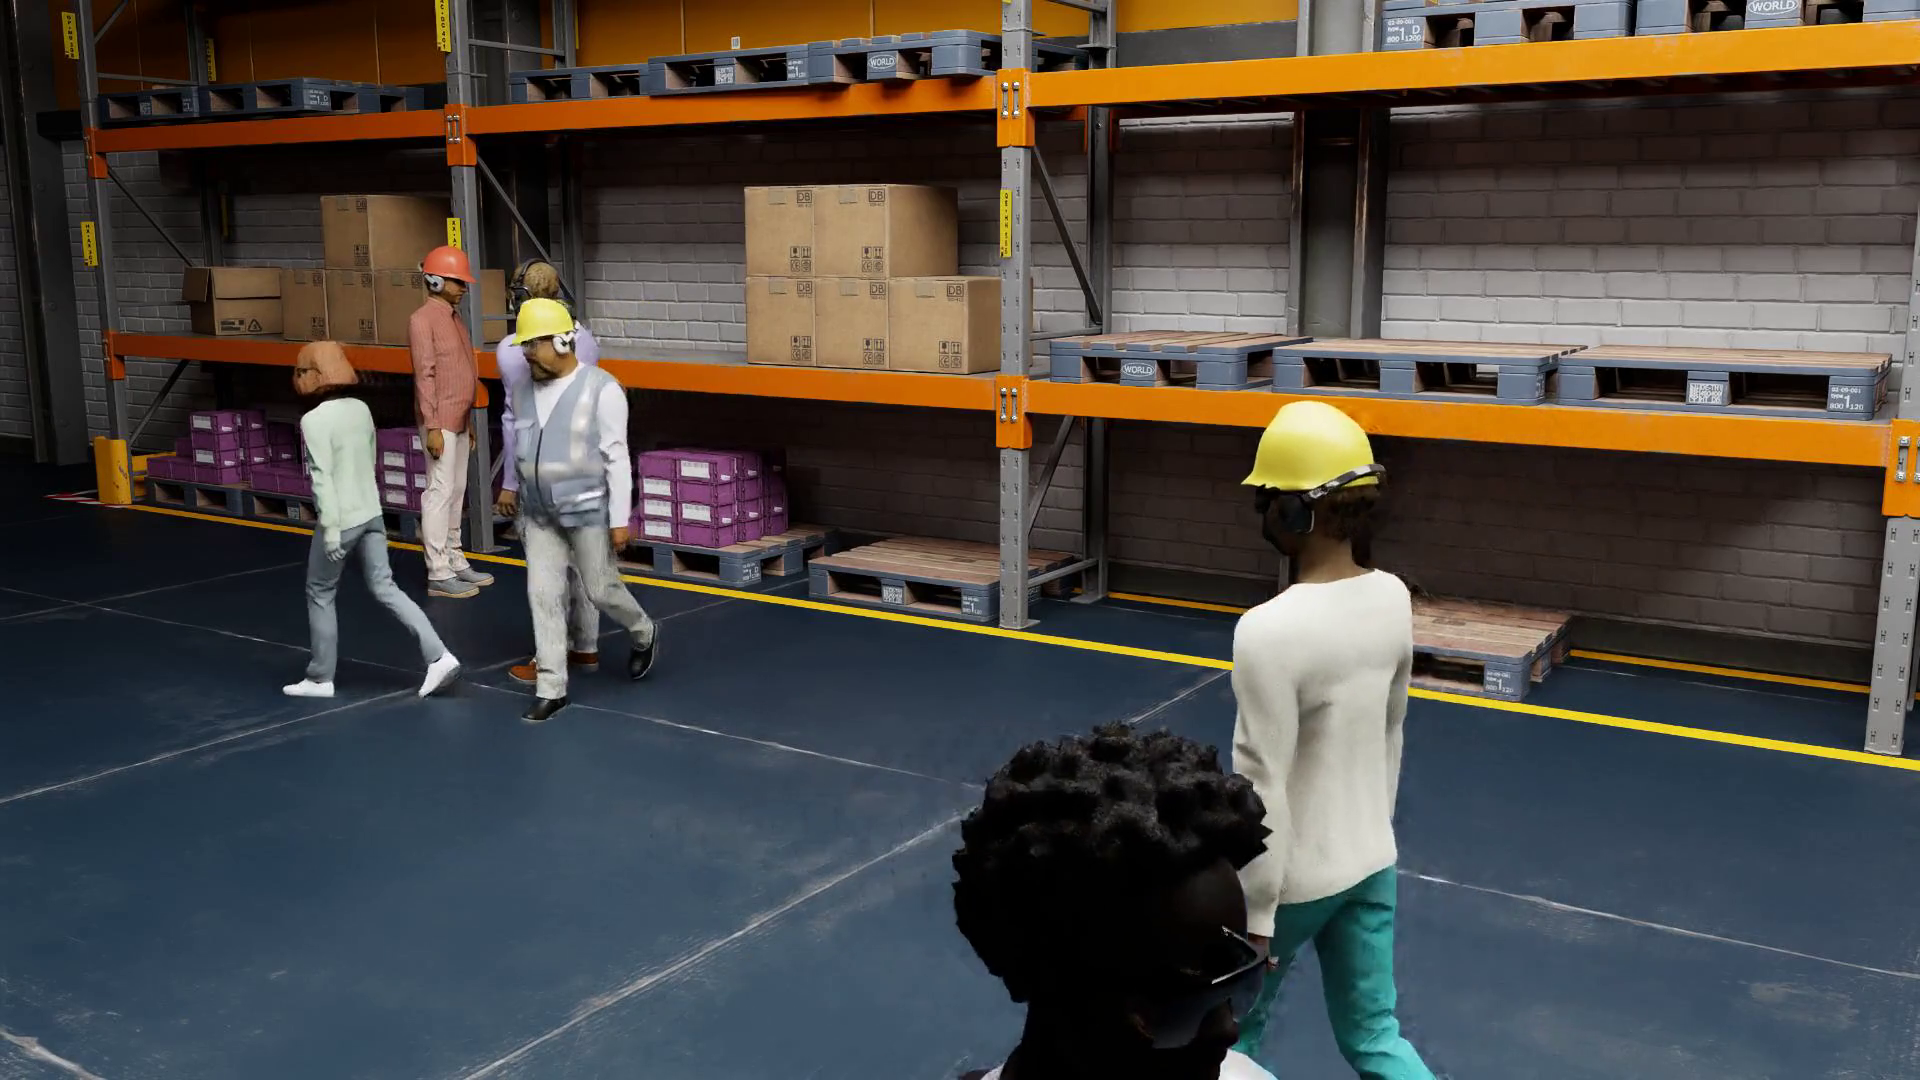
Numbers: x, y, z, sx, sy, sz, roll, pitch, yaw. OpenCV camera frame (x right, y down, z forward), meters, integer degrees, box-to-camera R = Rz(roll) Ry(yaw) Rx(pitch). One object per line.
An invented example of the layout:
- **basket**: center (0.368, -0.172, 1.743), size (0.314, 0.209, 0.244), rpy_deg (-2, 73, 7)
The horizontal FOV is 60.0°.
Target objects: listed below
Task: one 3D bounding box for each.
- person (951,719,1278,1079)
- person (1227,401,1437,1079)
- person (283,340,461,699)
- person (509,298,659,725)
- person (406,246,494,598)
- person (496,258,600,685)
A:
- **person**: center (0.050, 0.943, 1.361), size (0.542, 1.682, 0.597), rpy_deg (-8, 13, -37)
- **person**: center (0.708, 0.608, 3.104), size (0.534, 1.735, 0.821), rpy_deg (-9, 14, -41)
- **person**: center (-2.610, -0.076, 7.280), size (0.799, 1.598, 0.509), rpy_deg (3, 11, 14)
- **person**: center (-1.643, -0.154, 7.220), size (0.603, 1.792, 0.832), rpy_deg (4, 11, 22)
- **person**: center (-2.923, -0.675, 9.515), size (0.386, 1.989, 0.608), rpy_deg (0, 10, 1)
- **person**: center (-1.881, -0.303, 7.591), size (0.372, 1.941, 0.627), rpy_deg (4, 11, 23)
